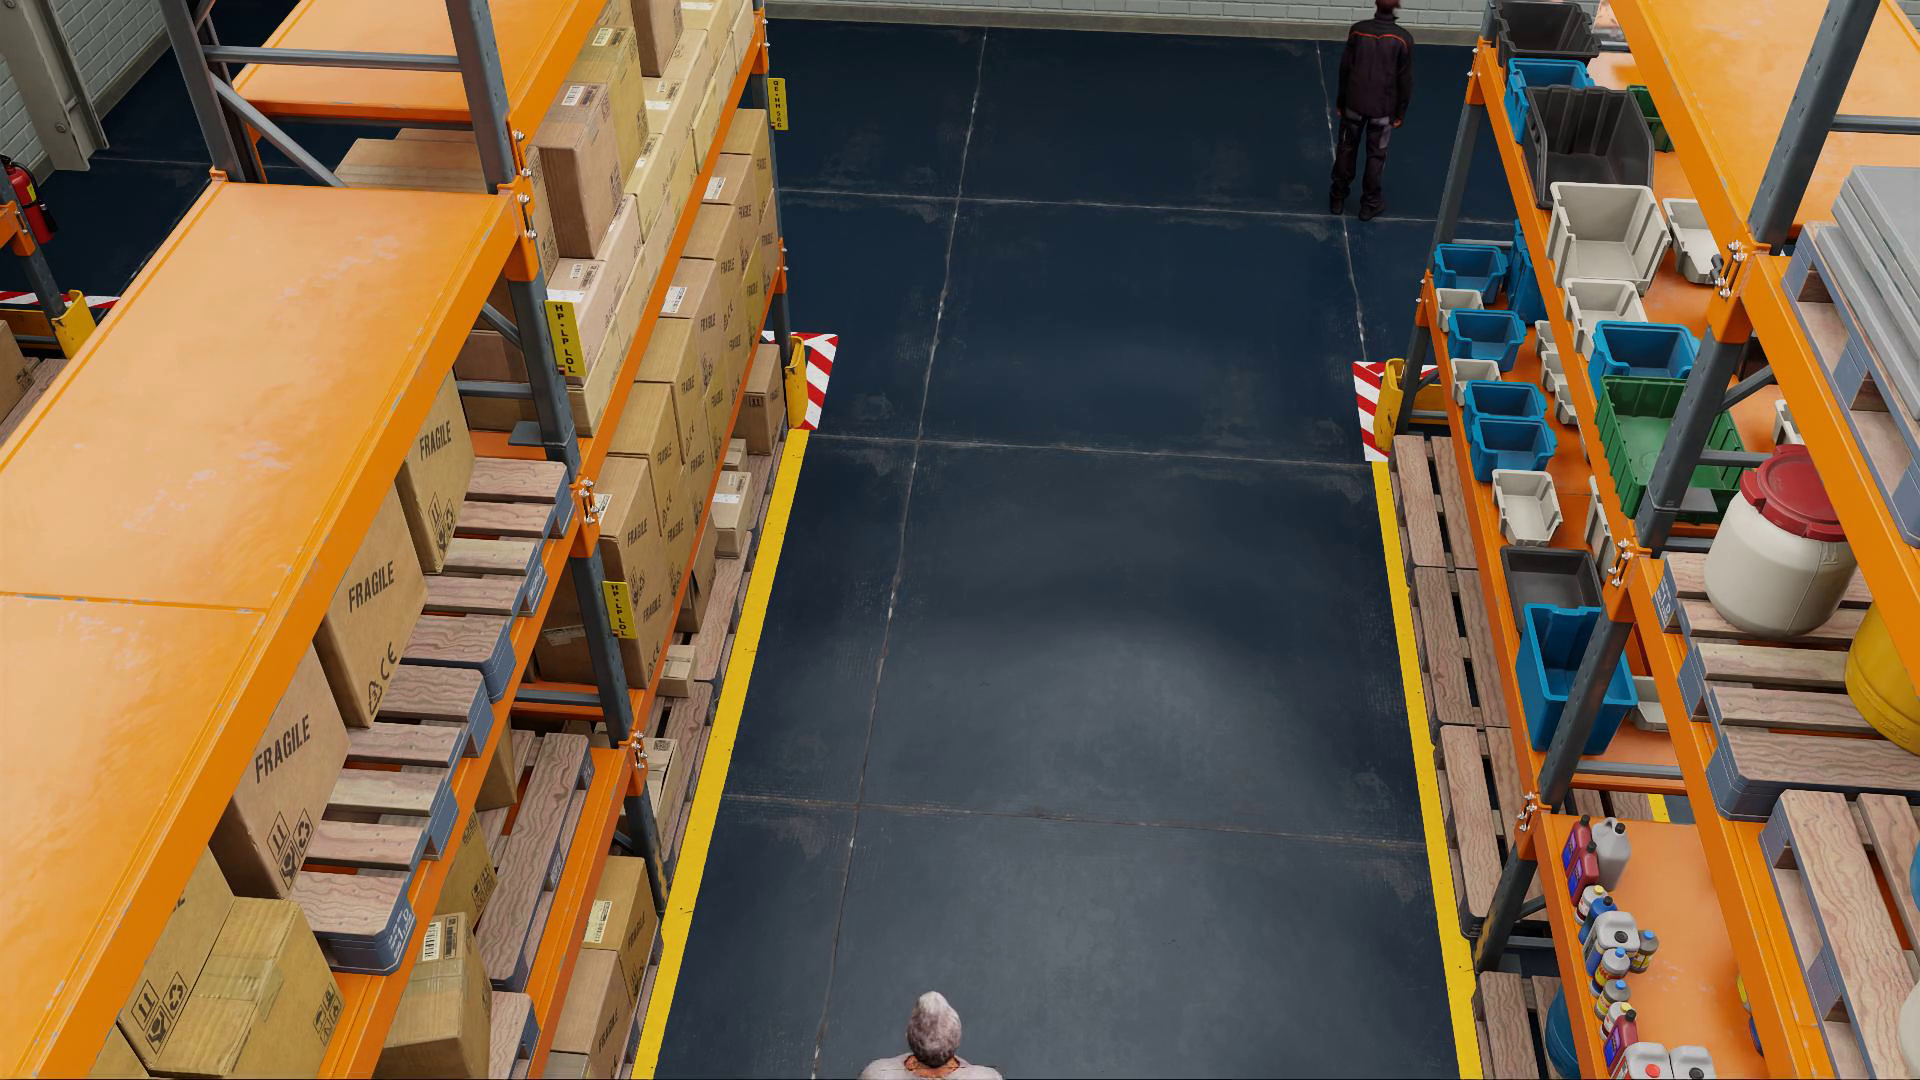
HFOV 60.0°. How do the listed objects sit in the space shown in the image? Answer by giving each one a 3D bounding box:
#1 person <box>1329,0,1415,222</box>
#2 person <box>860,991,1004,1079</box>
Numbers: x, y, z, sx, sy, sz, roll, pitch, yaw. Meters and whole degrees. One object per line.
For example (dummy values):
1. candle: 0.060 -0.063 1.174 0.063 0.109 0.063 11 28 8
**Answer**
1. person: 3.047 -3.246 12.349 0.784 1.824 0.740 18 46 18
2. person: -0.116 2.405 6.248 0.768 1.892 1.091 1 43 1
